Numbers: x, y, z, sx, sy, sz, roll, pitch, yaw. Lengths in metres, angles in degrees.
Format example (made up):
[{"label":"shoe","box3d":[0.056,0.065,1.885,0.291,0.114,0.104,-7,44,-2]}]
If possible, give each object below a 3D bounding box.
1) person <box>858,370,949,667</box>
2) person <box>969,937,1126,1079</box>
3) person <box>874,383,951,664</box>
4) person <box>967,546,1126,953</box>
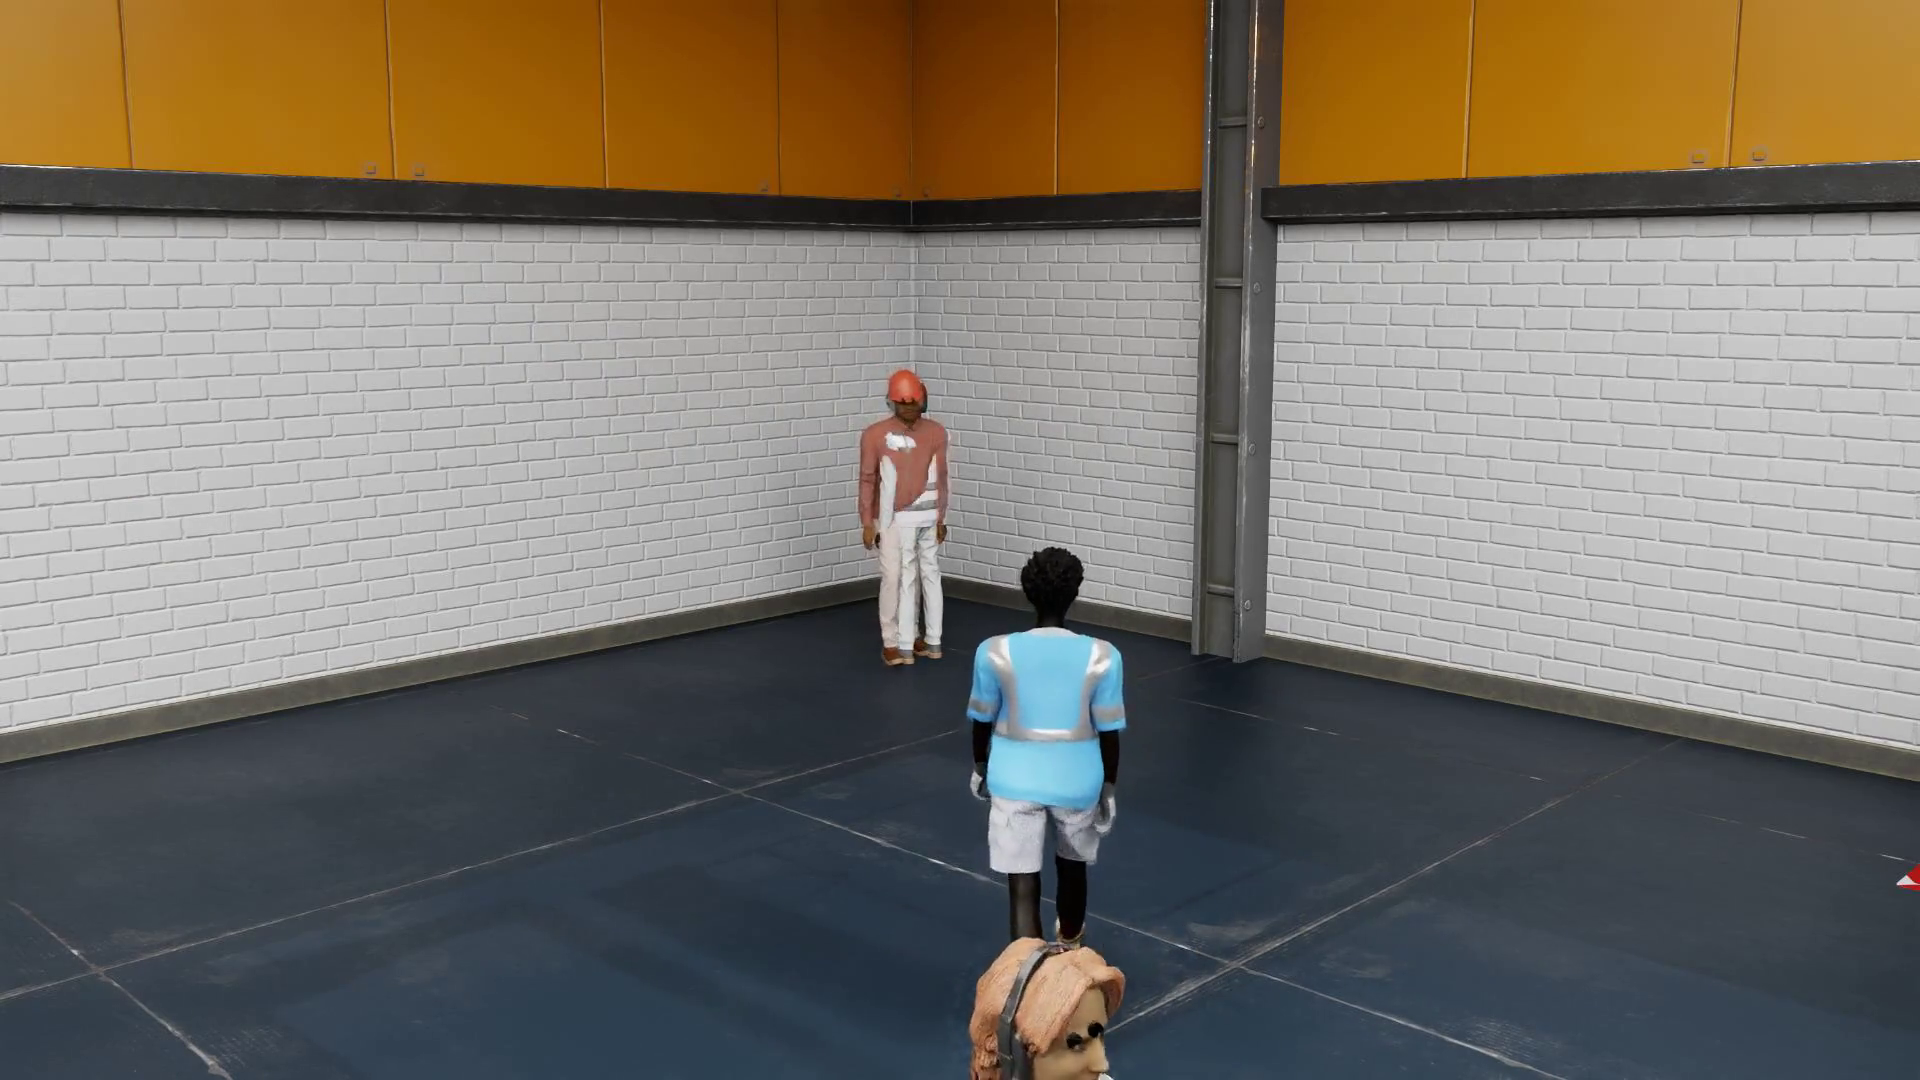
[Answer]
[{"label":"person","box3d":[-0.362,-0.137,10.946,0.615,1.954,0.642,-4,10,-24]},{"label":"person","box3d":[0.030,1.381,2.662,0.517,1.609,0.767,-9,13,-44]},{"label":"person","box3d":[-0.315,-0.121,11.031,0.584,1.882,0.344,-8,12,-40]},{"label":"person","box3d":[0.293,0.839,5.846,0.538,1.656,0.848,0,9,-2]}]
